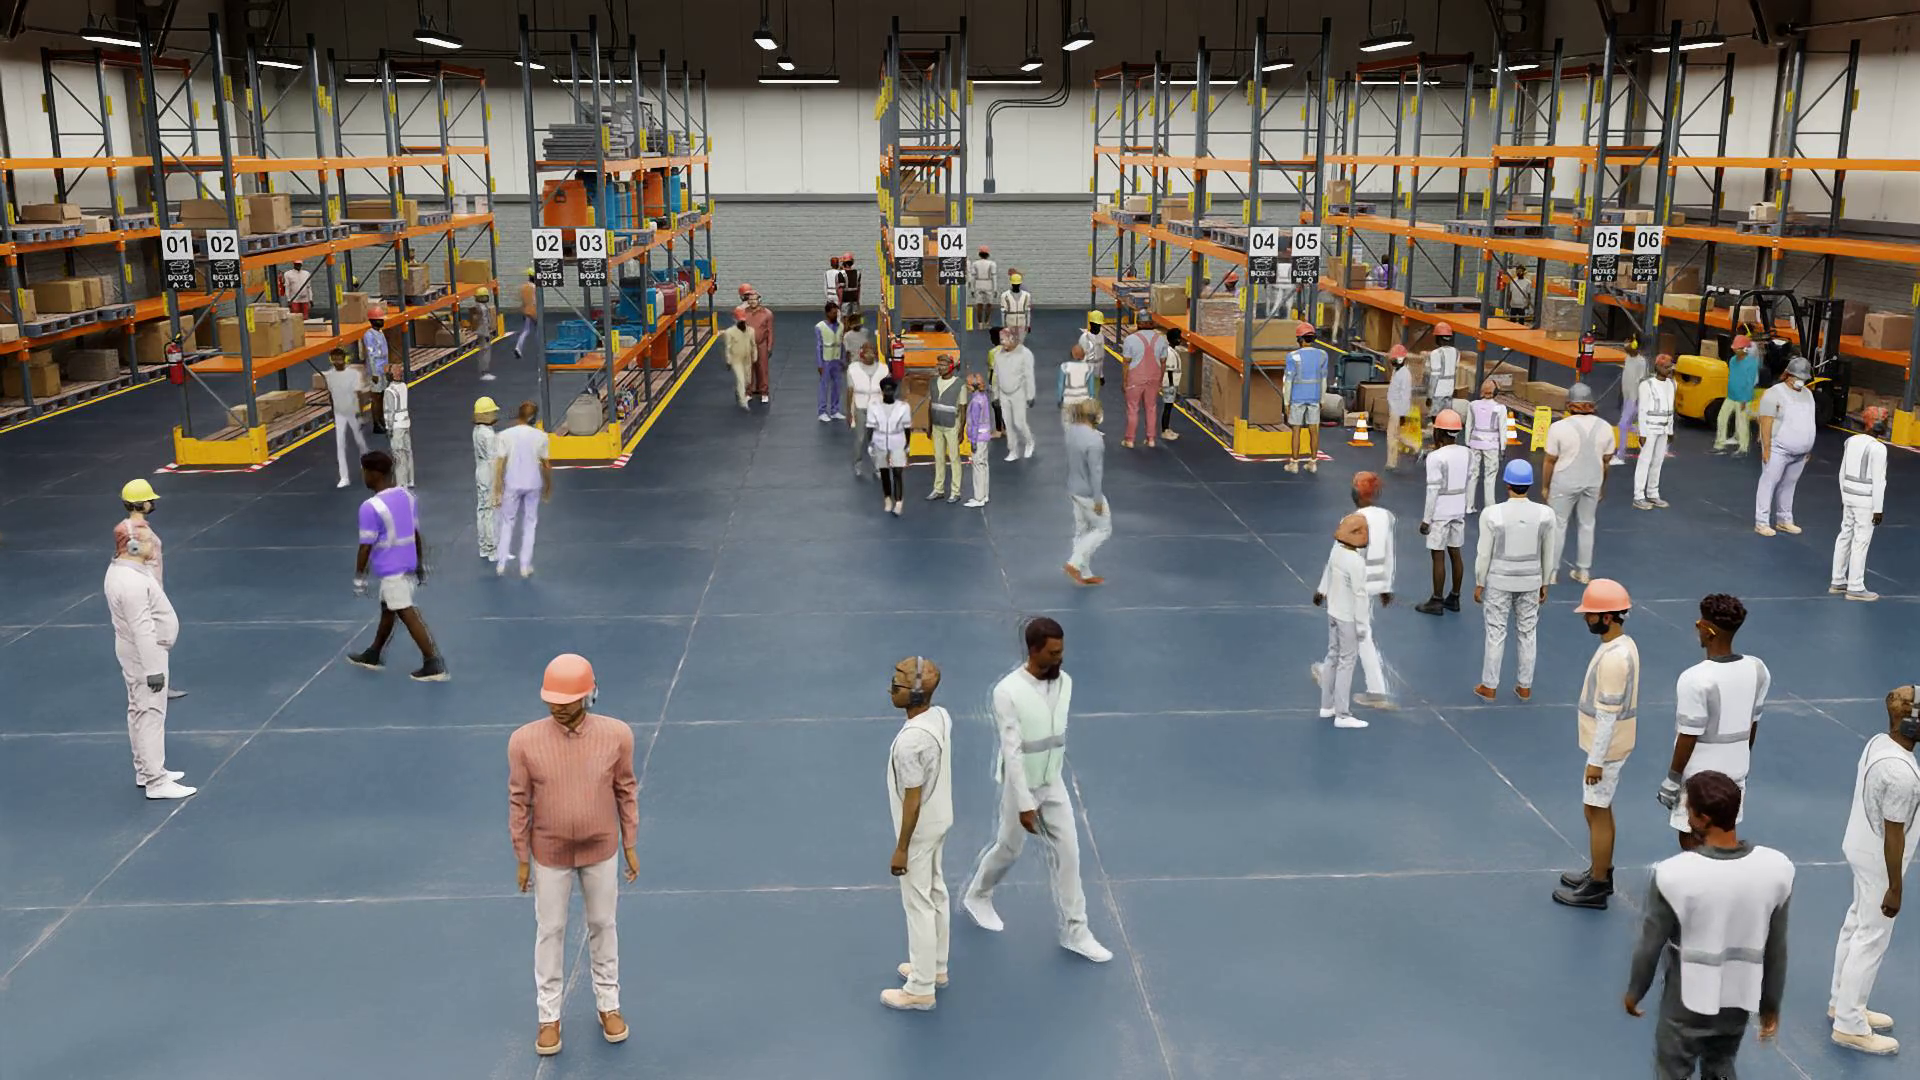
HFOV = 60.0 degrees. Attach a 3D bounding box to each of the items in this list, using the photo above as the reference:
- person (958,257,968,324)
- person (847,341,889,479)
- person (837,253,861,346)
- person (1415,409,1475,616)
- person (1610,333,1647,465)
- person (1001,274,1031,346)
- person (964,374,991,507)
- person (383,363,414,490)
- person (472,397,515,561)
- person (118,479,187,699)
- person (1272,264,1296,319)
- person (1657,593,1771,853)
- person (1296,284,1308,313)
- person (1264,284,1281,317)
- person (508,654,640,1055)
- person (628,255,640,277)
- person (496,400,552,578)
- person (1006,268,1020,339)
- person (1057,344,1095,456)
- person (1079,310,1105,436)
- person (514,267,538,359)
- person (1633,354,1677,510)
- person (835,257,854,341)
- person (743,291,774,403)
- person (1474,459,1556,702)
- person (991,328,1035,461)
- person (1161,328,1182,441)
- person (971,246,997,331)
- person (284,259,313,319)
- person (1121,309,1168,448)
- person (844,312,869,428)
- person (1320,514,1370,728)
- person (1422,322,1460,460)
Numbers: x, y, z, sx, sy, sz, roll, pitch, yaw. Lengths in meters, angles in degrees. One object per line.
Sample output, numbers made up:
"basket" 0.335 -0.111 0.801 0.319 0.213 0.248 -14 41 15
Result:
"person" 0.047 -6.287 41.485 0.307 1.772 0.525 0 13 1
"person" -1.212 -1.718 22.005 0.578 1.848 0.384 -4 14 -16
"person" -2.466 -5.308 36.749 0.607 2.044 0.378 -12 18 -42
"person" 4.526 -0.257 15.576 0.546 1.939 0.375 -7 15 -28
"person" 9.329 -1.941 22.941 0.760 1.842 0.499 0 13 -2
"person" 1.088 -4.207 32.336 0.595 1.923 0.373 -2 13 -7
"person" 0.222 -1.219 20.308 0.314 1.634 0.515 2 13 10
"person" -7.166 -1.434 21.200 0.306 1.640 0.522 1 13 5
"person" -4.988 -0.653 17.667 0.287 1.746 0.487 -9 16 -34
"person" -6.446 0.391 13.197 0.524 1.769 0.314 13 18 43
"person" 8.063 -6.288 41.275 0.583 1.868 0.769 10 17 37
"person" 4.109 1.249 9.135 0.602 1.967 0.367 -6 15 -24
"person" 9.025 -6.807 43.975 0.498 1.634 0.283 -5 14 -22
"person" 8.136 -6.606 43.117 0.522 1.638 0.311 7 15 26
"person" -1.851 1.496 8.037 0.613 1.991 0.392 -4 14 -18
"person" -8.522 -6.778 43.602 0.339 1.748 0.564 -1 13 -4
"person" -4.446 -0.521 16.980 0.569 1.802 0.442 -3 14 -13
"person" 1.202 -5.411 38.090 0.618 1.604 0.544 3 14 11
"person" 1.636 -1.946 23.387 0.541 1.627 0.386 -2 13 -7
"person" 2.010 -2.504 25.126 0.383 1.923 0.589 10 16 35
"person" -8.958 -4.731 34.641 0.600 1.895 0.918 7 15 28
"person" 8.449 -1.315 20.180 0.575 1.883 0.355 -7 15 -28
"person" -2.620 -5.465 37.709 0.402 1.906 0.652 3 14 14
"person" -3.522 -3.314 28.596 0.642 1.909 0.410 2 13 7
"person" 4.343 0.328 13.072 0.605 1.951 0.382 0 13 1
"person" 0.742 -2.023 23.226 0.668 1.873 0.425 9 16 35
"person" 3.155 -2.339 24.933 0.319 1.689 0.539 2 13 9
"person" 0.582 -6.005 39.732 0.634 2.025 0.457 4 14 15
"person" -14.683 -5.335 36.968 0.377 1.995 0.608 12 18 42
"person" 2.655 -2.371 24.313 0.684 2.000 0.535 -4 14 -18
"person" -1.546 -2.685 26.101 0.396 1.828 0.704 11 17 39
"person" 2.932 0.601 12.594 0.266 1.631 0.507 -3 14 -13
"person" 6.707 -2.071 23.264 0.550 1.935 0.375 -10 17 -36
